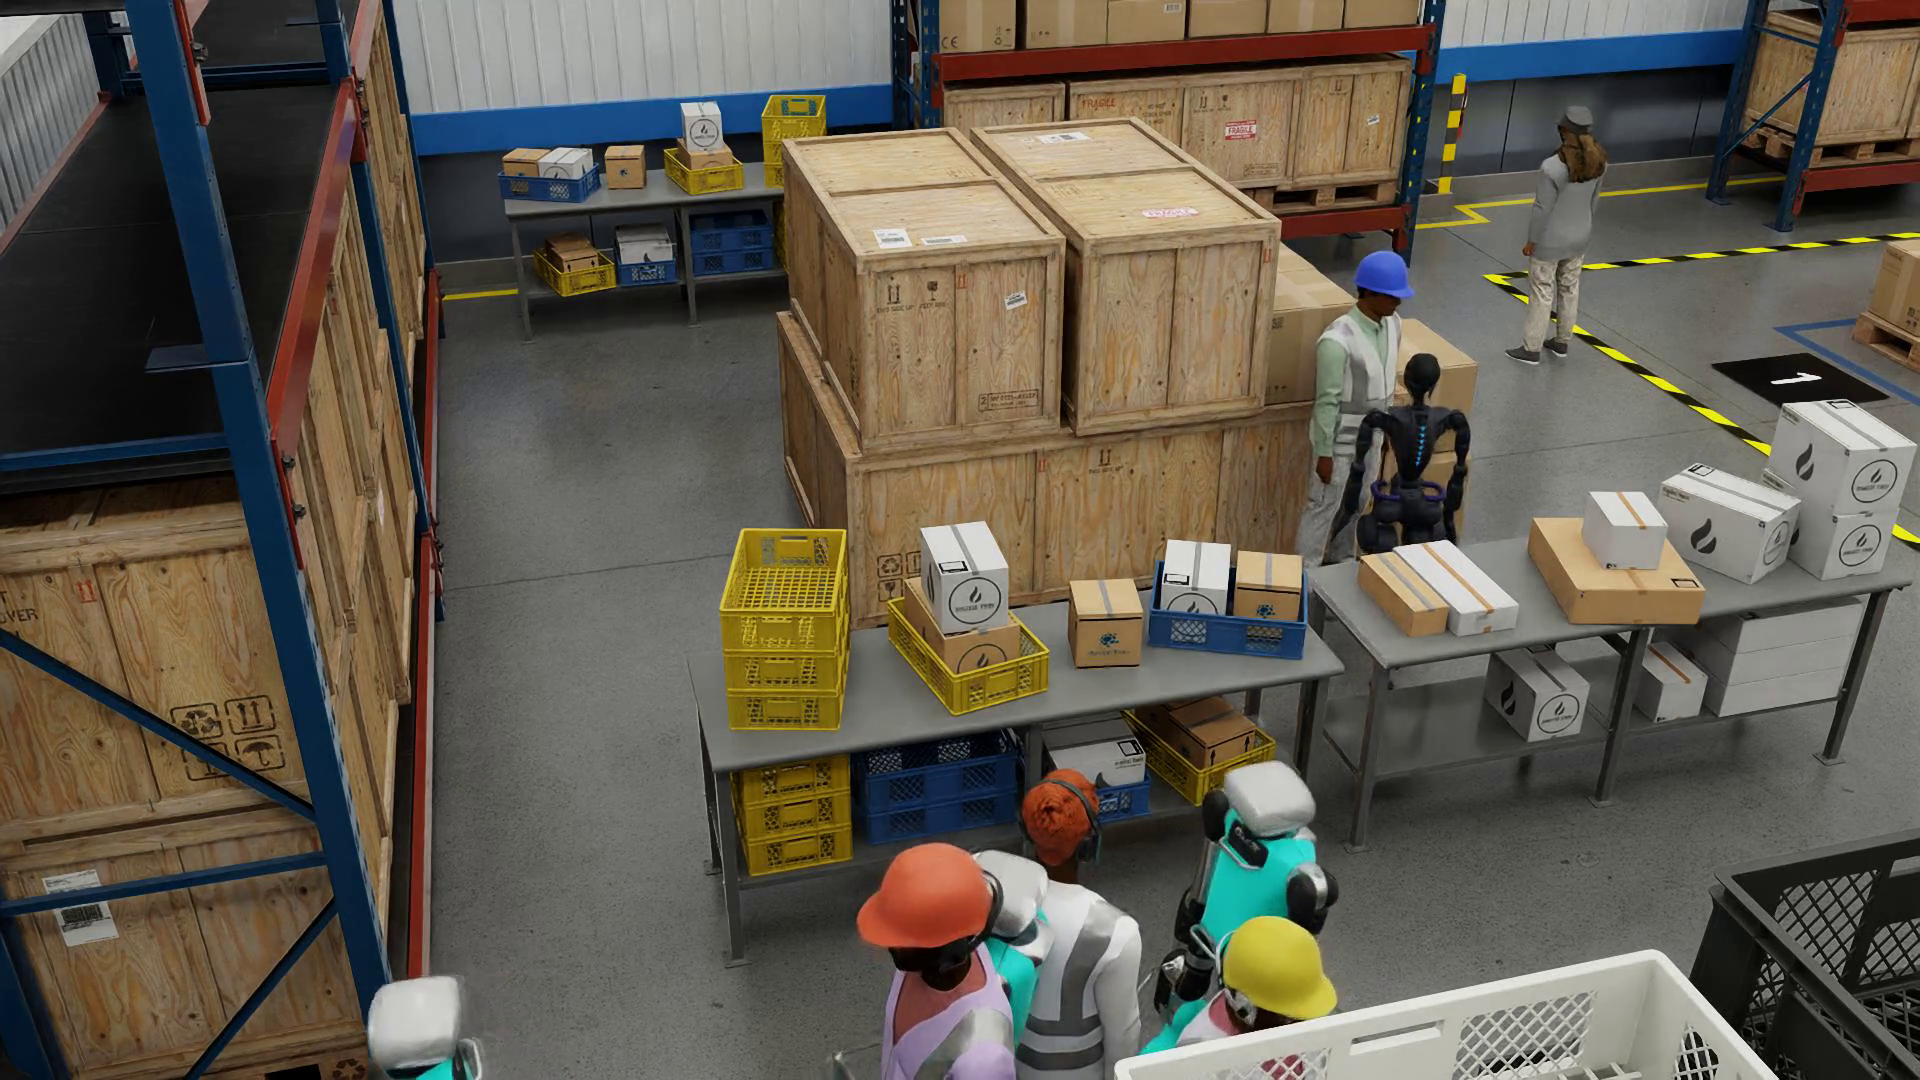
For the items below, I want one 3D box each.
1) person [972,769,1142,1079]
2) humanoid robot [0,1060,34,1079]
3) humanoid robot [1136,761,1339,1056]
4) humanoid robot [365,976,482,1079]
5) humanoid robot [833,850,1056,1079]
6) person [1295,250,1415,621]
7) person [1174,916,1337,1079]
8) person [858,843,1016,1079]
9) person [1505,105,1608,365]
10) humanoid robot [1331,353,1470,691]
[{"bbox_3d":[0.250,1.468,4.787,0.572,1.877,0.339,19,34,30],"label":"person"},{"bbox_3d":[-2.183,1.929,4.140,0.315,1.657,0.599,7,30,13],"label":"humanoid robot"},{"bbox_3d":[0.615,1.527,4.908,0.796,1.854,0.533,-13,31,-22],"label":"humanoid robot"},{"bbox_3d":[-0.994,1.782,4.385,0.913,1.757,0.542,-12,31,-20],"label":"humanoid robot"},{"bbox_3d":[-0.136,1.585,4.733,0.876,1.777,0.536,9,30,16],"label":"humanoid robot"},{"bbox_3d":[1.976,-0.526,8.346,0.610,1.939,0.415,-24,37,-36],"label":"person"},{"bbox_3d":[0.744,1.707,4.408,0.403,1.825,0.592,21,35,33],"label":"person"},{"bbox_3d":[-0.060,1.611,4.355,0.369,2.045,0.604,-8,30,-15],"label":"person"},{"bbox_3d":[4.073,-2.061,11.302,0.571,1.767,0.400,-14,32,-24],"label":"person"},{"bbox_3d":[2.096,-0.100,7.899,0.595,1.646,0.765,0,29,1],"label":"humanoid robot"}]
